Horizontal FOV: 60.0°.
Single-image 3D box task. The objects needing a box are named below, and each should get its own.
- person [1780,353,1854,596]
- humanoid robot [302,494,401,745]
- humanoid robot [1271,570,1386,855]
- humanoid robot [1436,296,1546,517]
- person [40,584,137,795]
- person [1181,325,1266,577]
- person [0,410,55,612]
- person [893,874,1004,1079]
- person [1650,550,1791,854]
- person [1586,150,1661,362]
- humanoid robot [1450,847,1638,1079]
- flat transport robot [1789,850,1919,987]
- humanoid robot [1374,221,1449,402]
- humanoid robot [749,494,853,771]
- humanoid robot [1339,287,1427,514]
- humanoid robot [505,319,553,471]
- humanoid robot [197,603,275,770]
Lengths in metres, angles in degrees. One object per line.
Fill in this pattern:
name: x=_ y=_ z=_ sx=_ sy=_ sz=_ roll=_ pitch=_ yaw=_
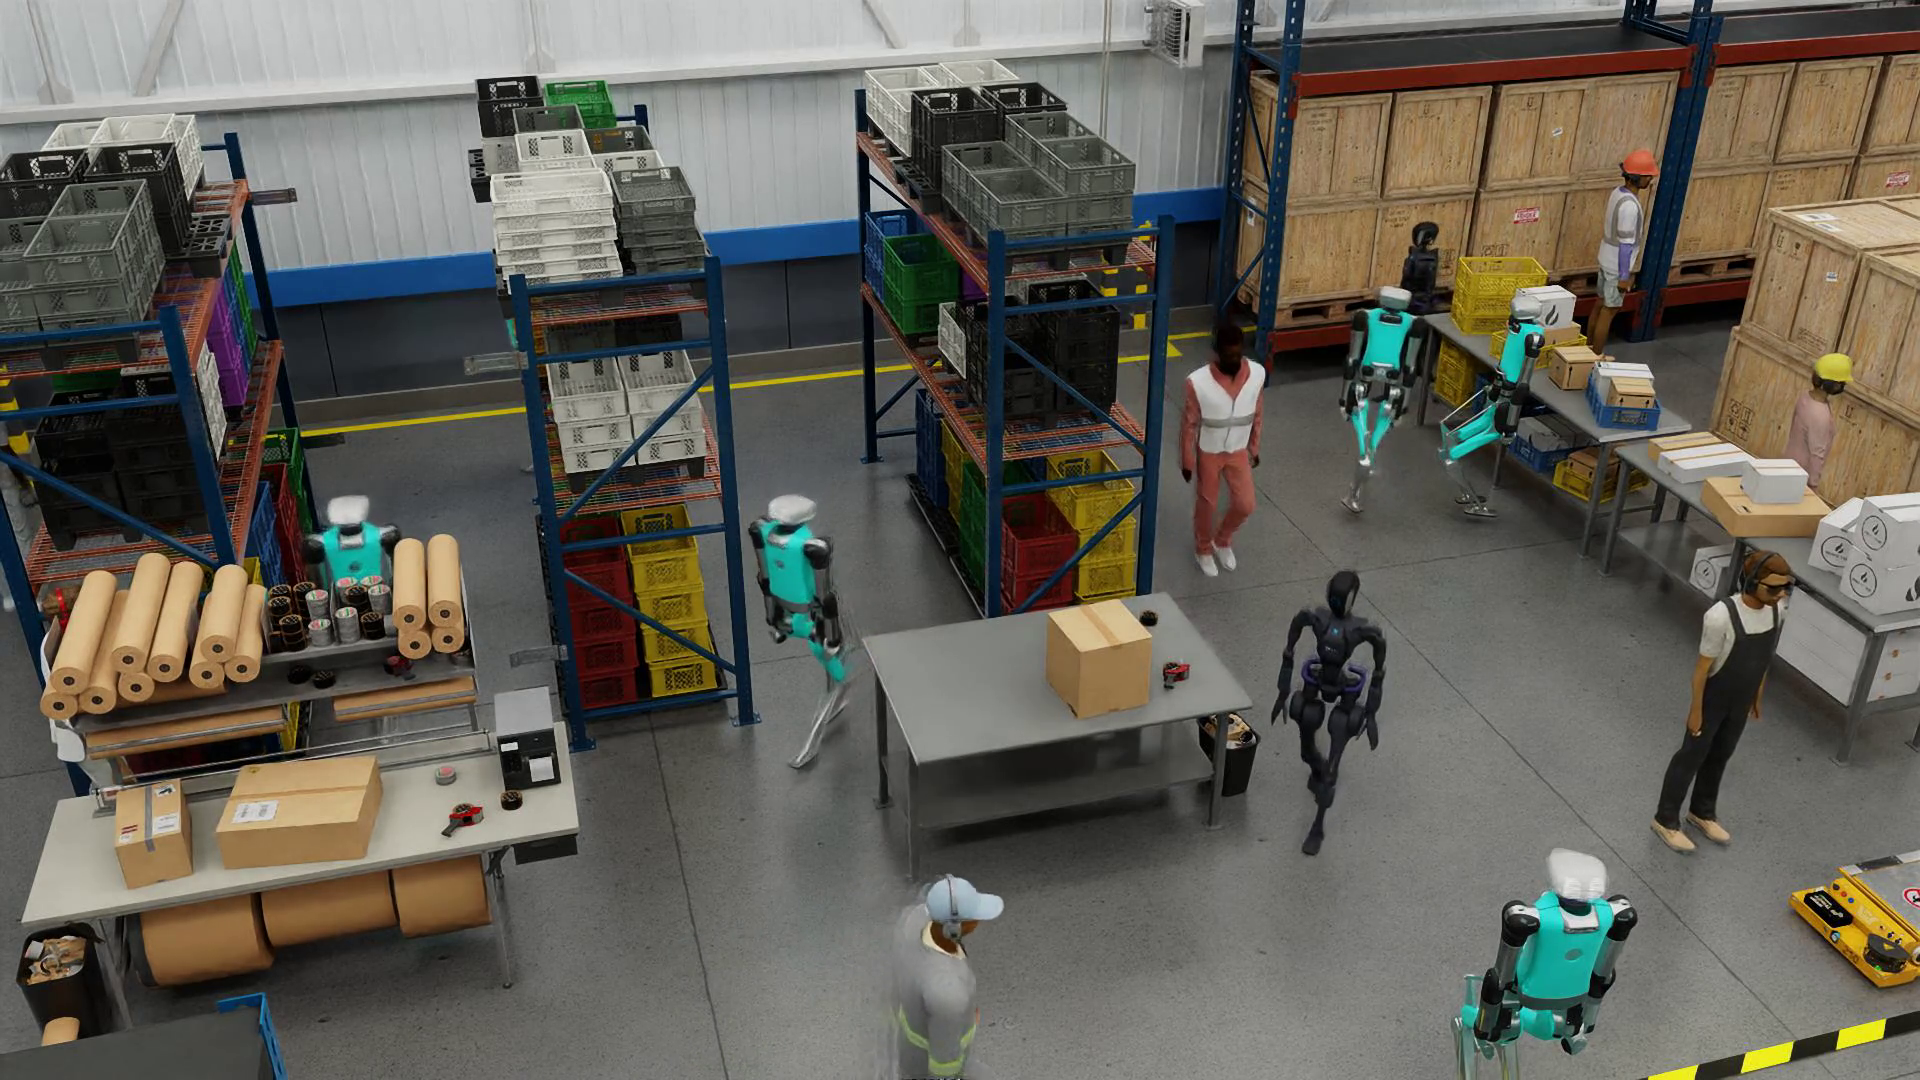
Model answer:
person: x=5.794 y=-0.455 z=11.433 sx=0.306 sy=1.769 sz=0.523 roll=5 pitch=29 yaw=8
humanoid robot: x=-3.560 y=0.419 z=9.922 sx=0.536 sy=1.797 sz=0.930 roll=-12 pitch=31 yaw=-21
humanoid robot: x=2.038 y=0.874 z=9.163 sx=0.608 sy=1.640 sz=0.771 roll=12 pitch=31 yaw=21
humanoid robot: x=3.840 y=-0.986 z=12.288 sx=0.735 sy=1.681 sz=0.533 roll=1 pitch=29 yaw=1
person: x=-4.454 y=1.059 z=8.594 sx=0.391 sy=1.847 sz=0.563 roll=-20 pitch=35 yaw=-32
person: x=1.818 y=-0.602 z=11.558 sx=0.612 sy=1.899 sz=0.479 roll=-7 pitch=30 yaw=-13
person: x=-6.473 y=-0.370 z=11.187 sx=0.524 sy=1.866 sz=0.349 roll=6 pitch=29 yaw=11
person: x=0.027 y=2.069 z=6.801 sx=0.935 sy=1.810 sz=0.592 roll=-9 pitch=30 yaw=-15
person: x=4.125 y=0.867 z=8.961 sx=0.507 sy=1.841 sz=0.350 roll=-11 pitch=31 yaw=-20
person: x=5.865 y=-2.455 z=14.789 sx=0.371 sy=2.044 sz=0.606 roll=4 pitch=29 yaw=7
humanoid robot: x=2.379 y=1.888 z=7.065 sx=0.533 sy=1.674 sz=0.735 roll=-3 pitch=29 yaw=-5
flat transport robot: x=5.163 y=1.916 z=8.676 sx=1.431 sy=0.231 sz=0.659 roll=-8 pitch=30 yaw=-14
humanoid robot: x=3.965 y=-1.941 z=14.240 sx=0.614 sy=1.635 sz=0.596 roll=-5 pitch=29 yaw=-9
humanoid robot: x=-0.842 y=0.454 z=9.807 sx=0.546 sy=1.742 sz=0.961 roll=17 pitch=33 yaw=28
humanoid robot: x=3.110 y=-0.965 z=12.373 sx=0.579 sy=1.736 sz=0.921 roll=5 pitch=29 yaw=8
humanoid robot: x=-3.174 y=-1.300 z=13.021 sx=0.670 sy=1.812 sz=0.552 roll=-15 pitch=32 yaw=-25
humanoid robot: x=-3.873 y=1.021 z=8.873 sx=0.608 sy=1.643 sz=0.611 roll=23 pitch=36 yaw=35
